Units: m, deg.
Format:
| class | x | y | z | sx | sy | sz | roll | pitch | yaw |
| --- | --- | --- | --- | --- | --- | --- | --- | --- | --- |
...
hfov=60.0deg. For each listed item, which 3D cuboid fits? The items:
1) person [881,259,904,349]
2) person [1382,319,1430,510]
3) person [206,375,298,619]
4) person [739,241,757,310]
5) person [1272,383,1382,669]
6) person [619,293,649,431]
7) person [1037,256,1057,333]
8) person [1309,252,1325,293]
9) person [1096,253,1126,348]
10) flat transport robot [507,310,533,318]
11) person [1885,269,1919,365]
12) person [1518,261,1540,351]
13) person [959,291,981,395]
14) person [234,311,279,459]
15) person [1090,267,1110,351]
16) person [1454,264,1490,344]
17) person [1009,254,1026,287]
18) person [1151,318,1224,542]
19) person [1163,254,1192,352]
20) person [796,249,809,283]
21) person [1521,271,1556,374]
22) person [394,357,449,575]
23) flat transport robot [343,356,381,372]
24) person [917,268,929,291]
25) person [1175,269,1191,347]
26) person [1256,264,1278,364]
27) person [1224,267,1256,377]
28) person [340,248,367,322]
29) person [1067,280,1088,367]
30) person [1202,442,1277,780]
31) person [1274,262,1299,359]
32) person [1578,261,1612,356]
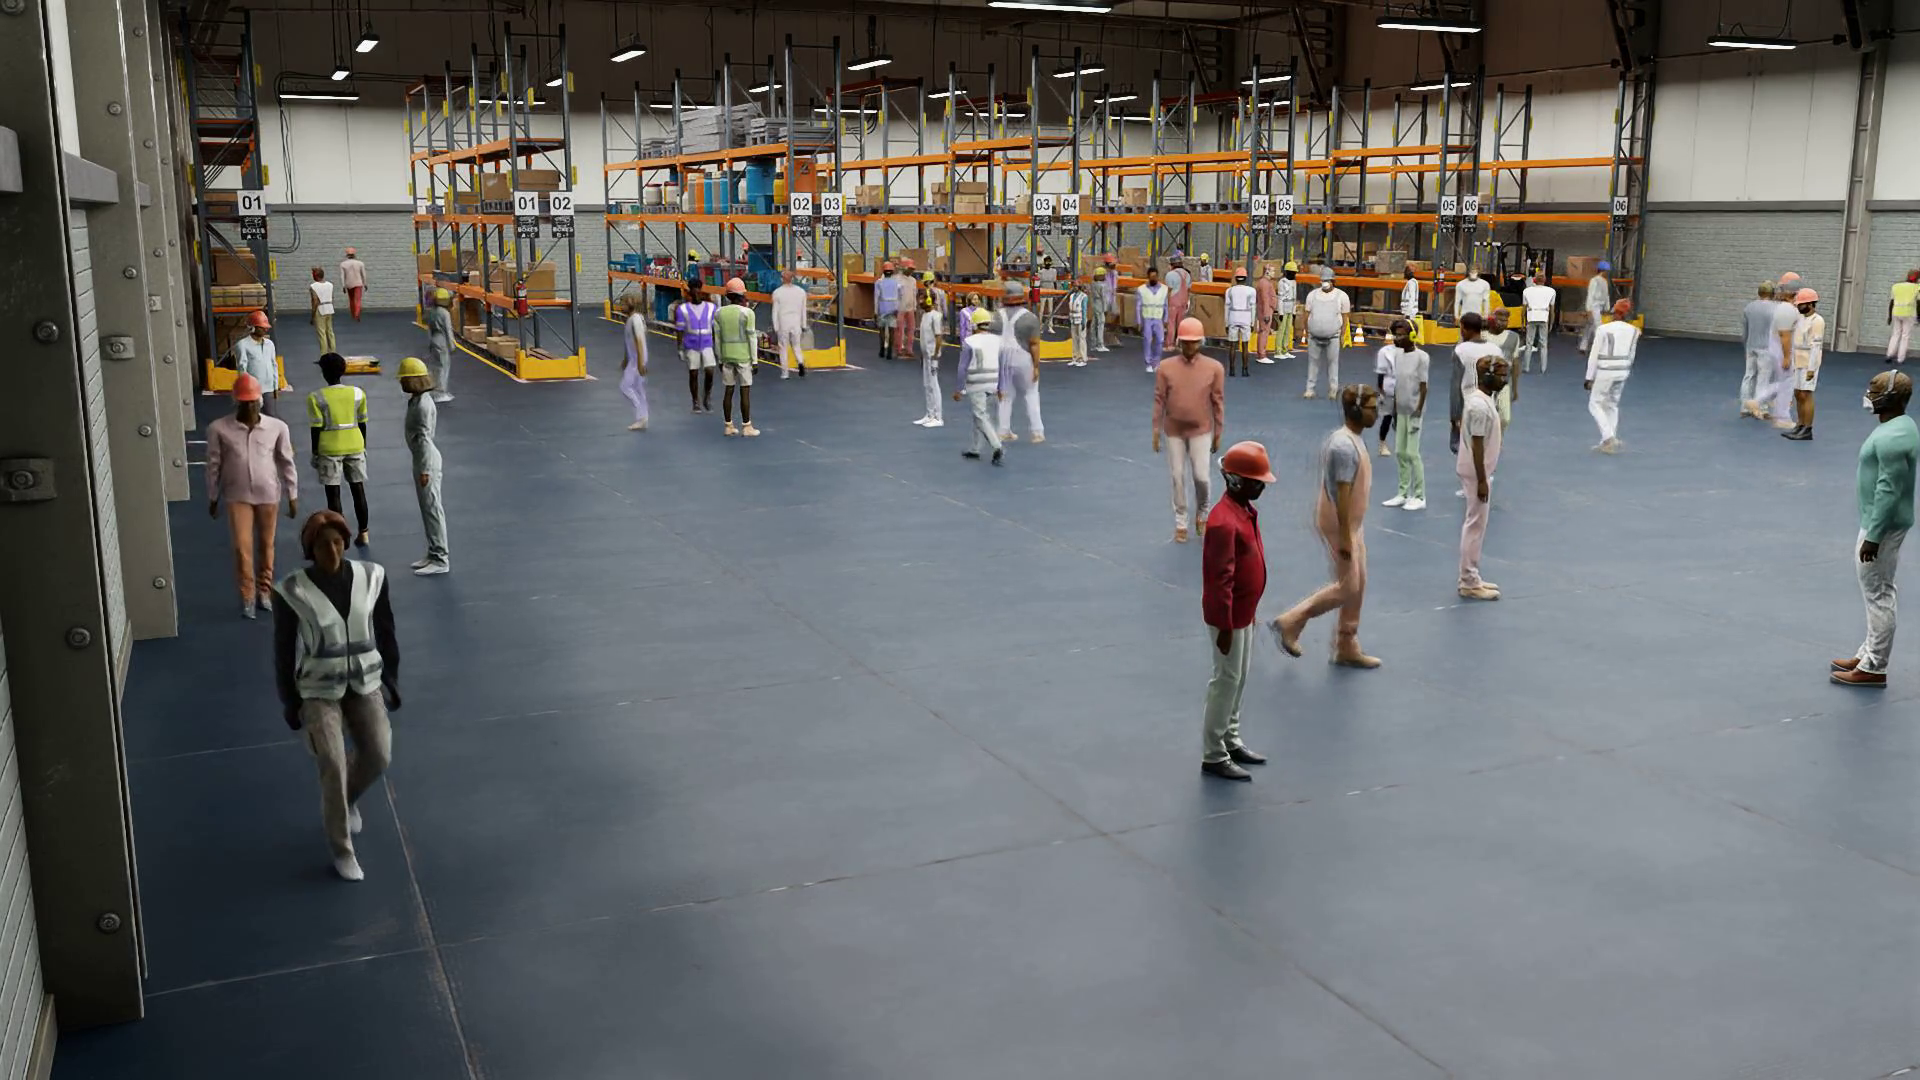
| class | x | y | z | sx | sy | sz | roll | pitch | yaw |
| --- | --- | --- | --- | --- | --- | --- | --- | --- | --- |
| person | -1.397 | -4.996 | 35.276 | 0.641 | 1.904 | 0.401 | 3 | 11 | 14 |
| person | 4.371 | -1.224 | 16.231 | 0.366 | 1.854 | 0.523 | -5 | 12 | -23 |
| person | -5.033 | -0.309 | 11.879 | 0.598 | 1.723 | 0.739 | -6 | 13 | -29 |
| person | -6.308 | -7.865 | 49.541 | 0.612 | 2.029 | 0.409 | 3 | 12 | 15 |
| person | 2.358 | -0.080 | 10.481 | 0.591 | 1.827 | 0.528 | 5 | 12 | 23 |
| person | -4.331 | -2.345 | 22.002 | 0.452 | 1.830 | 0.532 | -3 | 12 | -15 |
| person | 2.087 | -5.876 | 39.871 | 0.505 | 1.861 | 0.329 | -2 | 11 | -12 |
| person | 9.323 | -6.609 | 43.607 | 0.533 | 1.853 | 0.578 | -5 | 12 | -23 |
| person | 3.230 | -5.101 | 35.536 | 0.631 | 2.012 | 0.866 | -9 | 14 | -39 |
| flat transport robot | -12.126 | -6.234 | 45.724 | 0.652 | 0.197 | 1.431 | -1 | 11 | -6 |
| person | 17.960 | -4.238 | 31.643 | 0.422 | 1.820 | 0.604 | -7 | 13 | -32 |
| person | 11.933 | -4.875 | 34.733 | 0.328 | 1.876 | 0.514 | -4 | 12 | -18 |
| person | 0.205 | -3.127 | 26.447 | 0.511 | 1.640 | 0.308 | -8 | 14 | -36 |
| person | -8.139 | -1.785 | 19.362 | 0.352 | 1.743 | 0.564 | 5 | 12 | 23 |
| person | 2.919 | -4.824 | 34.803 | 0.292 | 1.745 | 0.487 | -7 | 13 | -32 |
| person | 9.604 | -4.204 | 31.234 | 0.632 | 1.923 | 0.413 | 2 | 11 | 12 |
| person | 1.752 | -7.897 | 50.709 | 0.522 | 1.618 | 0.505 | -1 | 11 | -4 |
| person | 1.978 | -0.949 | 14.533 | 0.623 | 1.978 | 0.444 | 3 | 12 | 15 |
| person | 4.477 | -4.958 | 34.729 | 0.685 | 2.000 | 0.535 | -9 | 15 | -40 |
| person | -5.041 | -8.278 | 52.369 | 0.578 | 1.738 | 0.354 | -3 | 11 | -13 |
| person | 10.392 | -3.910 | 29.934 | 0.561 | 1.836 | 0.394 | 3 | 11 | 14 |
| person | -4.321 | -0.593 | 13.331 | 0.323 | 1.737 | 0.486 | -5 | 12 | -23 |
| flat transport robot | -11.057 | -3.234 | 30.477 | 0.652 | 0.197 | 1.431 | -6 | 12 | -26 |
| person | -0.930 | -6.128 | 40.968 | 0.386 | 1.922 | 0.594 | -1 | 11 | -3 |
| person | 4.752 | -4.935 | 35.512 | 0.319 | 1.689 | 0.540 | -2 | 11 | -10 |
| person | 5.907 | -4.351 | 31.984 | 0.405 | 1.906 | 0.652 | 1 | 11 | 6 |
| person | 4.947 | -3.846 | 29.405 | 0.546 | 1.919 | 0.421 | 3 | 12 | 16 |
| person | -16.156 | -6.799 | 44.311 | 0.624 | 1.965 | 0.947 | -3 | 11 | -13 |
| person | 2.233 | -4.086 | 31.348 | 0.313 | 1.632 | 0.518 | -7 | 13 | -30 |
| person | 1.420 | 0.357 | 8.494 | 0.352 | 1.738 | 0.574 | 4 | 12 | 20 |
| person | 6.494 | -4.542 | 32.948 | 0.407 | 1.918 | 0.584 | 9 | 14 | 39 |
| person | 12.867 | -4.609 | 33.291 | 0.915 | 1.903 | 0.607 | 8 | 14 | 36 |
